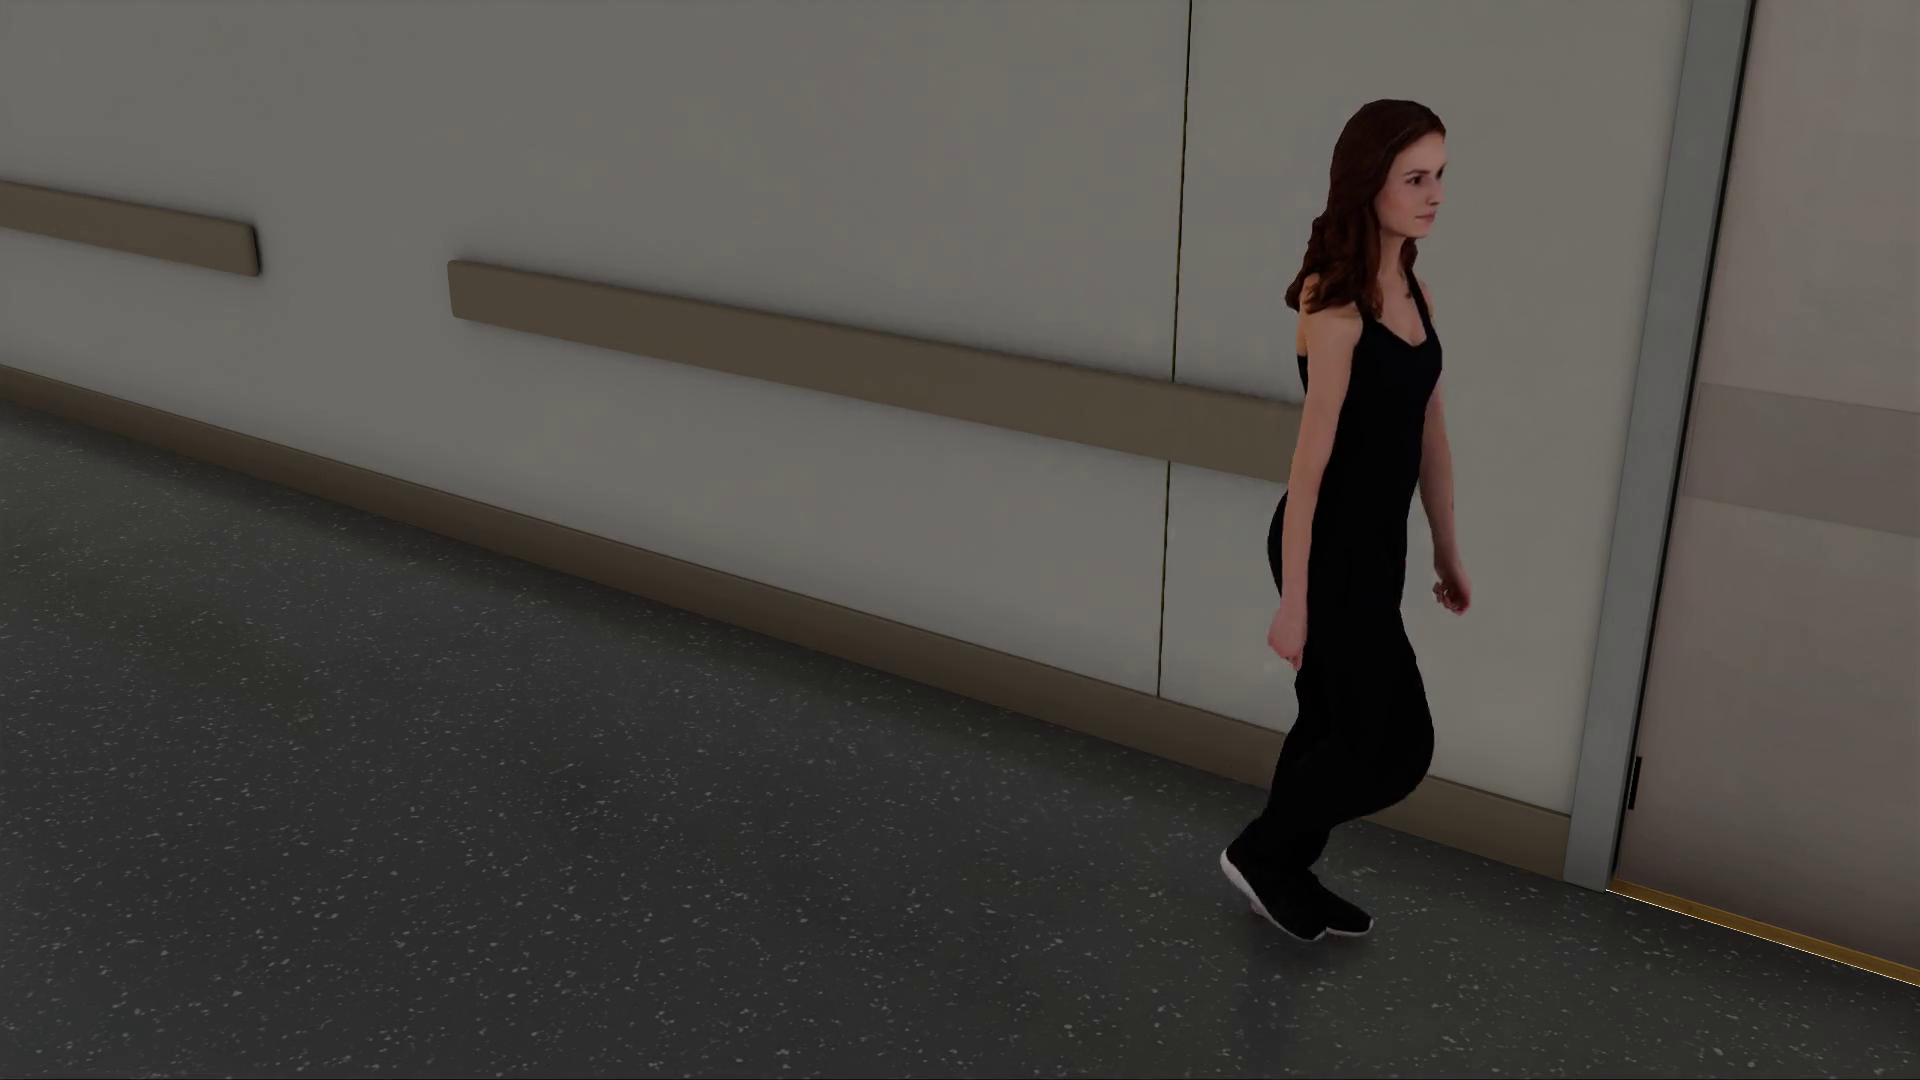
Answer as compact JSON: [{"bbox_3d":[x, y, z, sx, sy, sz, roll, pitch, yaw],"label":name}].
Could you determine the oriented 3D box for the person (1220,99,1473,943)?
[{"bbox_3d":[0.667,0.016,3.290,0.693,1.732,0.604,12,24,28],"label":"person"}]
